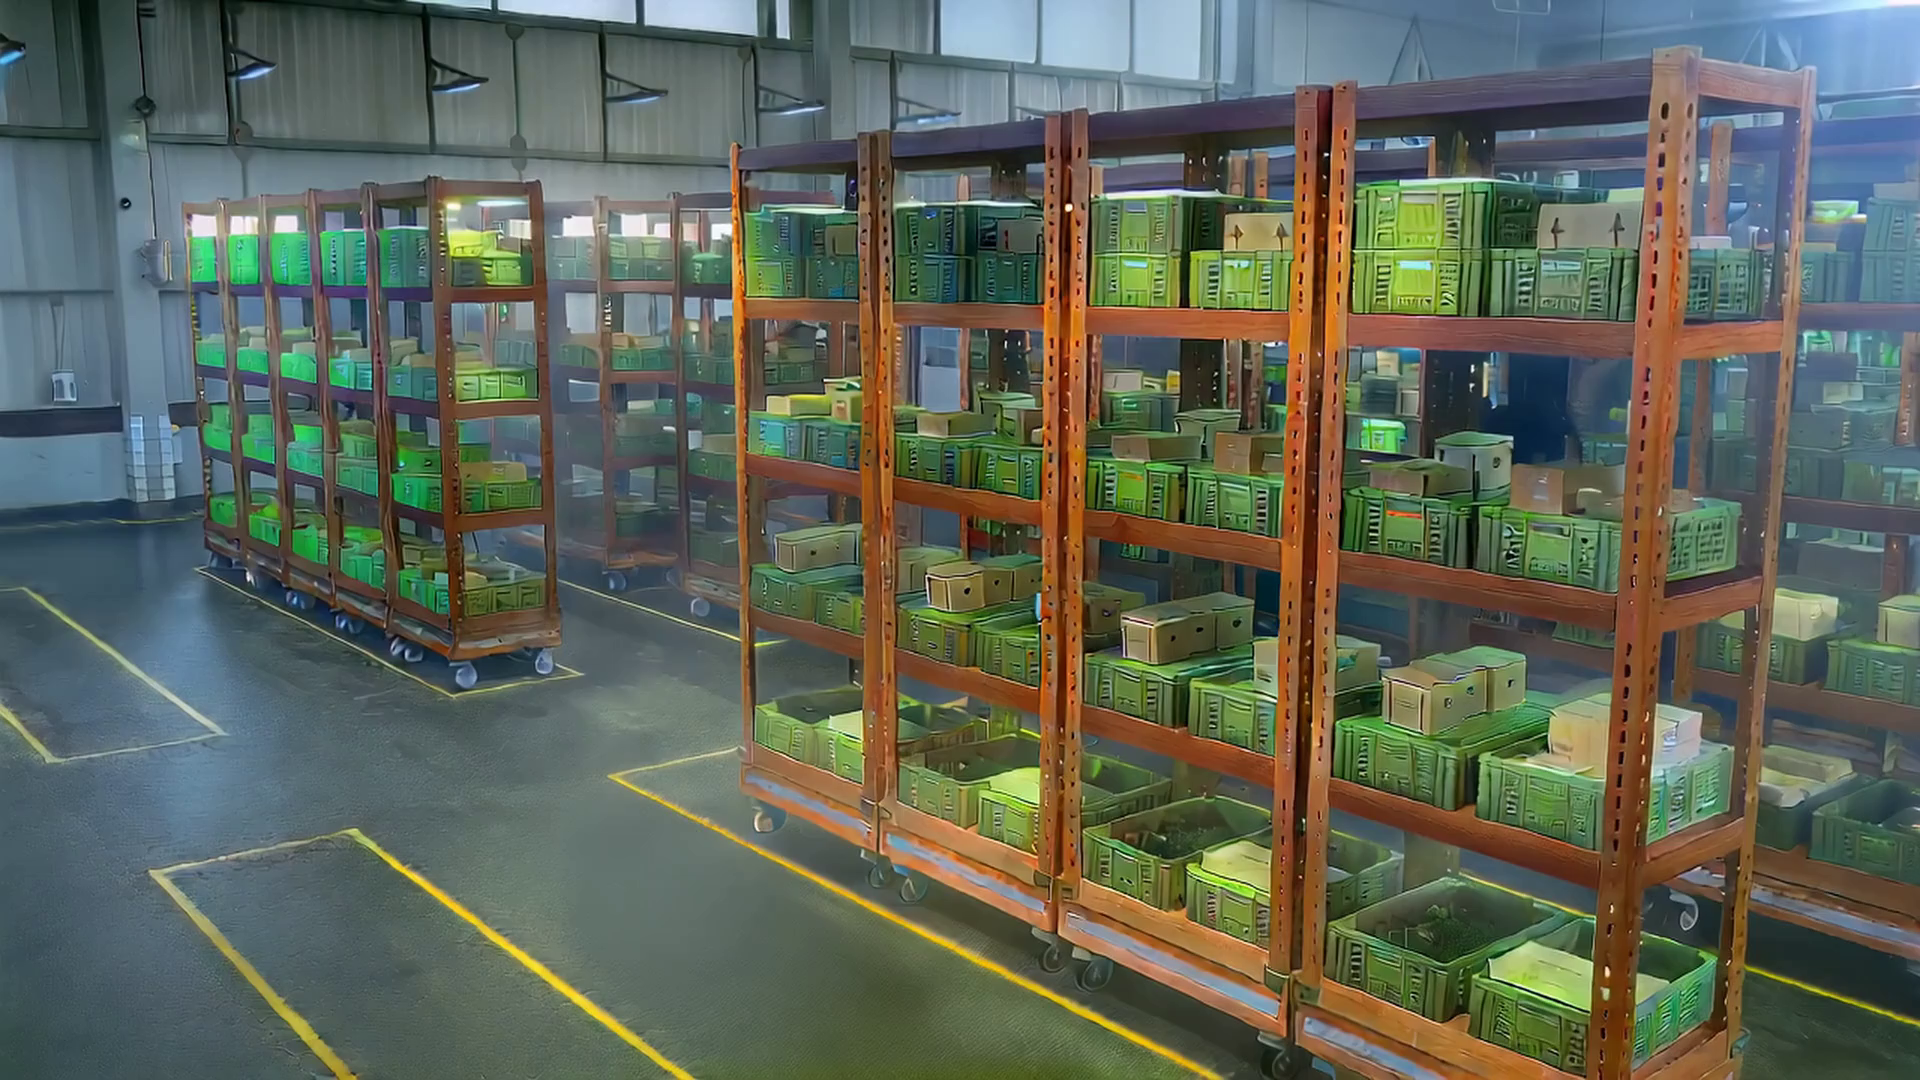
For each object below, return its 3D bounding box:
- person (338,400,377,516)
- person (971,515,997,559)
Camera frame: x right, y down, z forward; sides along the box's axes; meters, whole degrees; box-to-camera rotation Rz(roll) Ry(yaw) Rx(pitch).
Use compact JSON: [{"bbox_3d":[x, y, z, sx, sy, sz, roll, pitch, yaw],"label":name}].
[{"bbox_3d":[-6.094,-0.701,16.964,0.389,1.837,0.560,-5,11,-27],"label":"person"},{"bbox_3d":[0.291,-0.041,12.991,0.600,1.827,0.404,-3,10,-19],"label":"person"}]
